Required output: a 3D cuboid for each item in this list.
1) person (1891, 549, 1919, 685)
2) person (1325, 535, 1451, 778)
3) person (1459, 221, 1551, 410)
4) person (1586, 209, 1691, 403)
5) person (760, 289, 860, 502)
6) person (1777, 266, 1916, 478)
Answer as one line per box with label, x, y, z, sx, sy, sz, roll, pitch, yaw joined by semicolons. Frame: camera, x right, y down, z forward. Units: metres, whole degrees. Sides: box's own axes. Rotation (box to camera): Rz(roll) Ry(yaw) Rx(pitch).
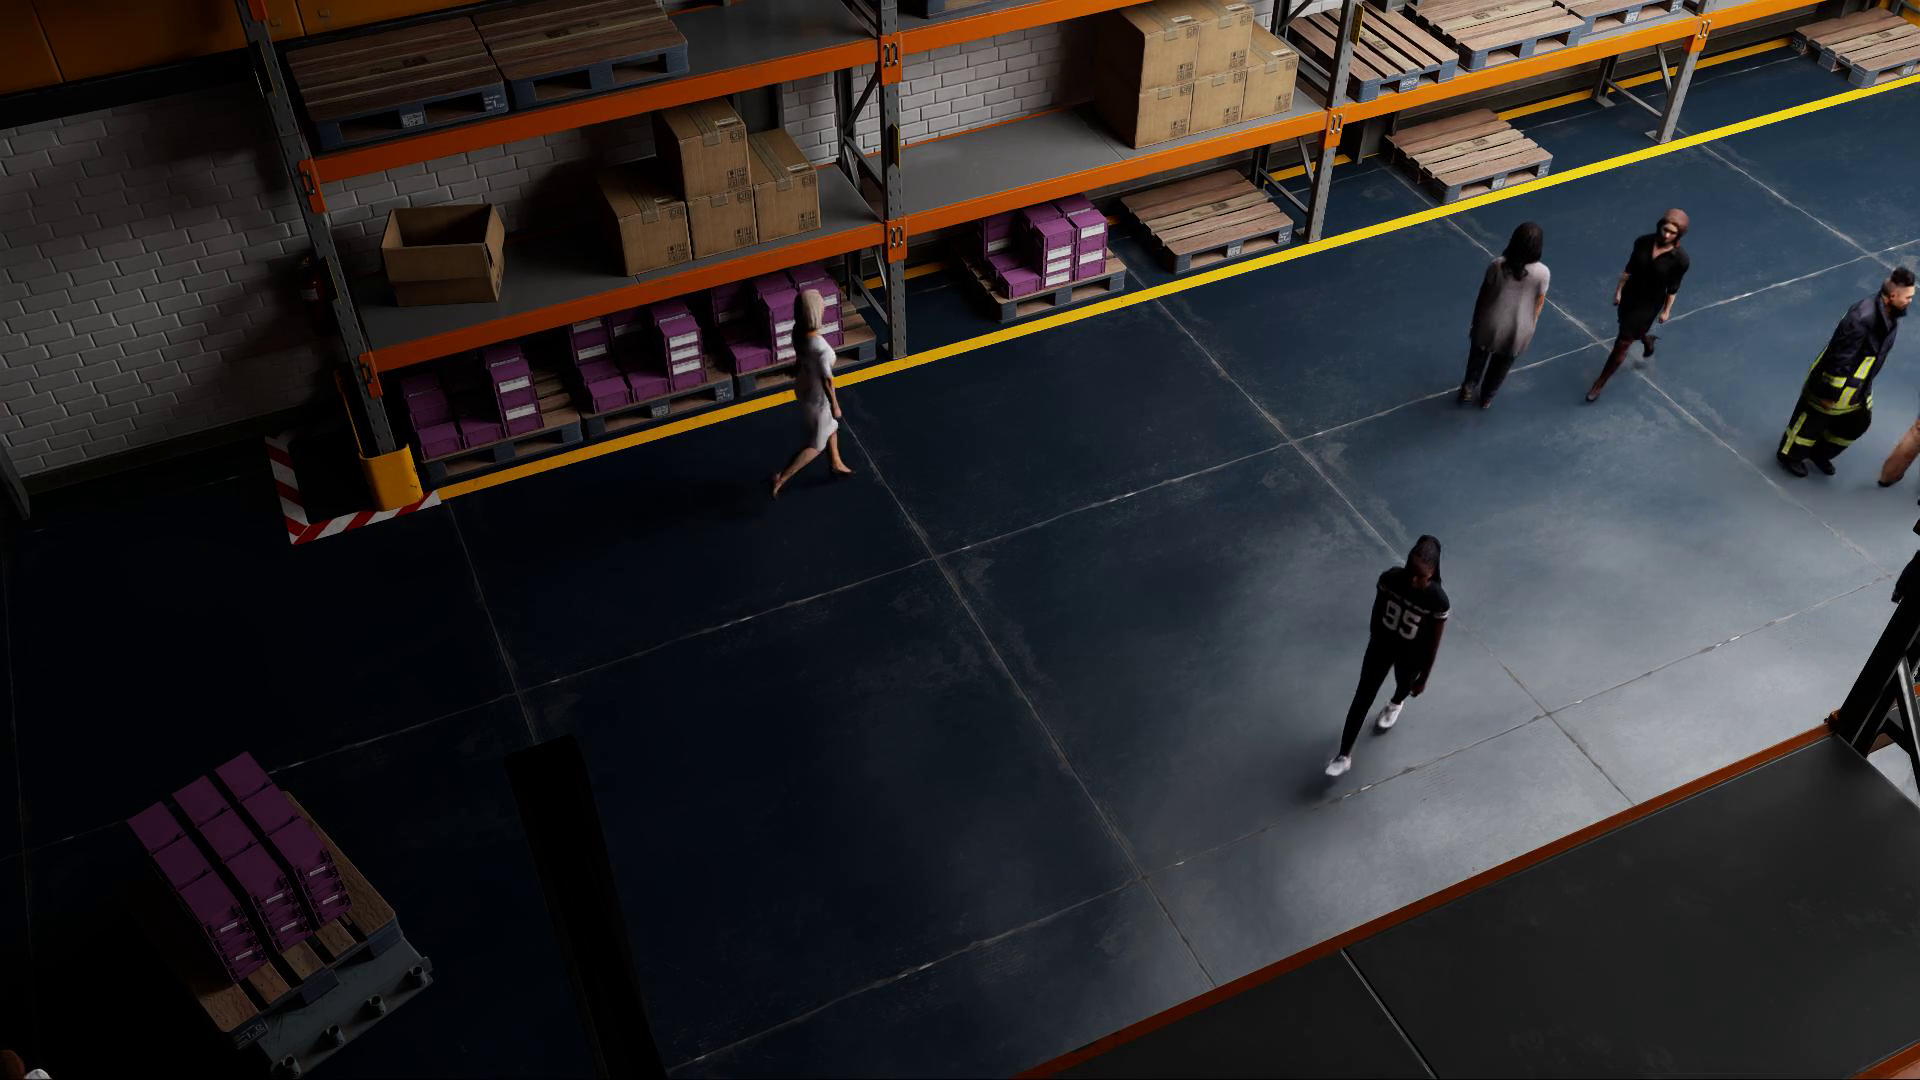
person;6.112;0.417;10.301;0.707;1.660;0.735;-22;48;-22
person;2.695;0.629;10.062;1.024;1.685;1.232;25;49;24
person;4.083;-1.622;12.490;0.766;1.593;0.821;16;46;16
person;5.224;-1.821;12.648;1.101;1.664;0.747;-28;50;-26
person;-1.079;-0.971;11.710;1.018;1.728;0.580;-20;47;-20
person;6.279;-1.253;11.912;0.704;1.856;0.896;-24;49;-23
